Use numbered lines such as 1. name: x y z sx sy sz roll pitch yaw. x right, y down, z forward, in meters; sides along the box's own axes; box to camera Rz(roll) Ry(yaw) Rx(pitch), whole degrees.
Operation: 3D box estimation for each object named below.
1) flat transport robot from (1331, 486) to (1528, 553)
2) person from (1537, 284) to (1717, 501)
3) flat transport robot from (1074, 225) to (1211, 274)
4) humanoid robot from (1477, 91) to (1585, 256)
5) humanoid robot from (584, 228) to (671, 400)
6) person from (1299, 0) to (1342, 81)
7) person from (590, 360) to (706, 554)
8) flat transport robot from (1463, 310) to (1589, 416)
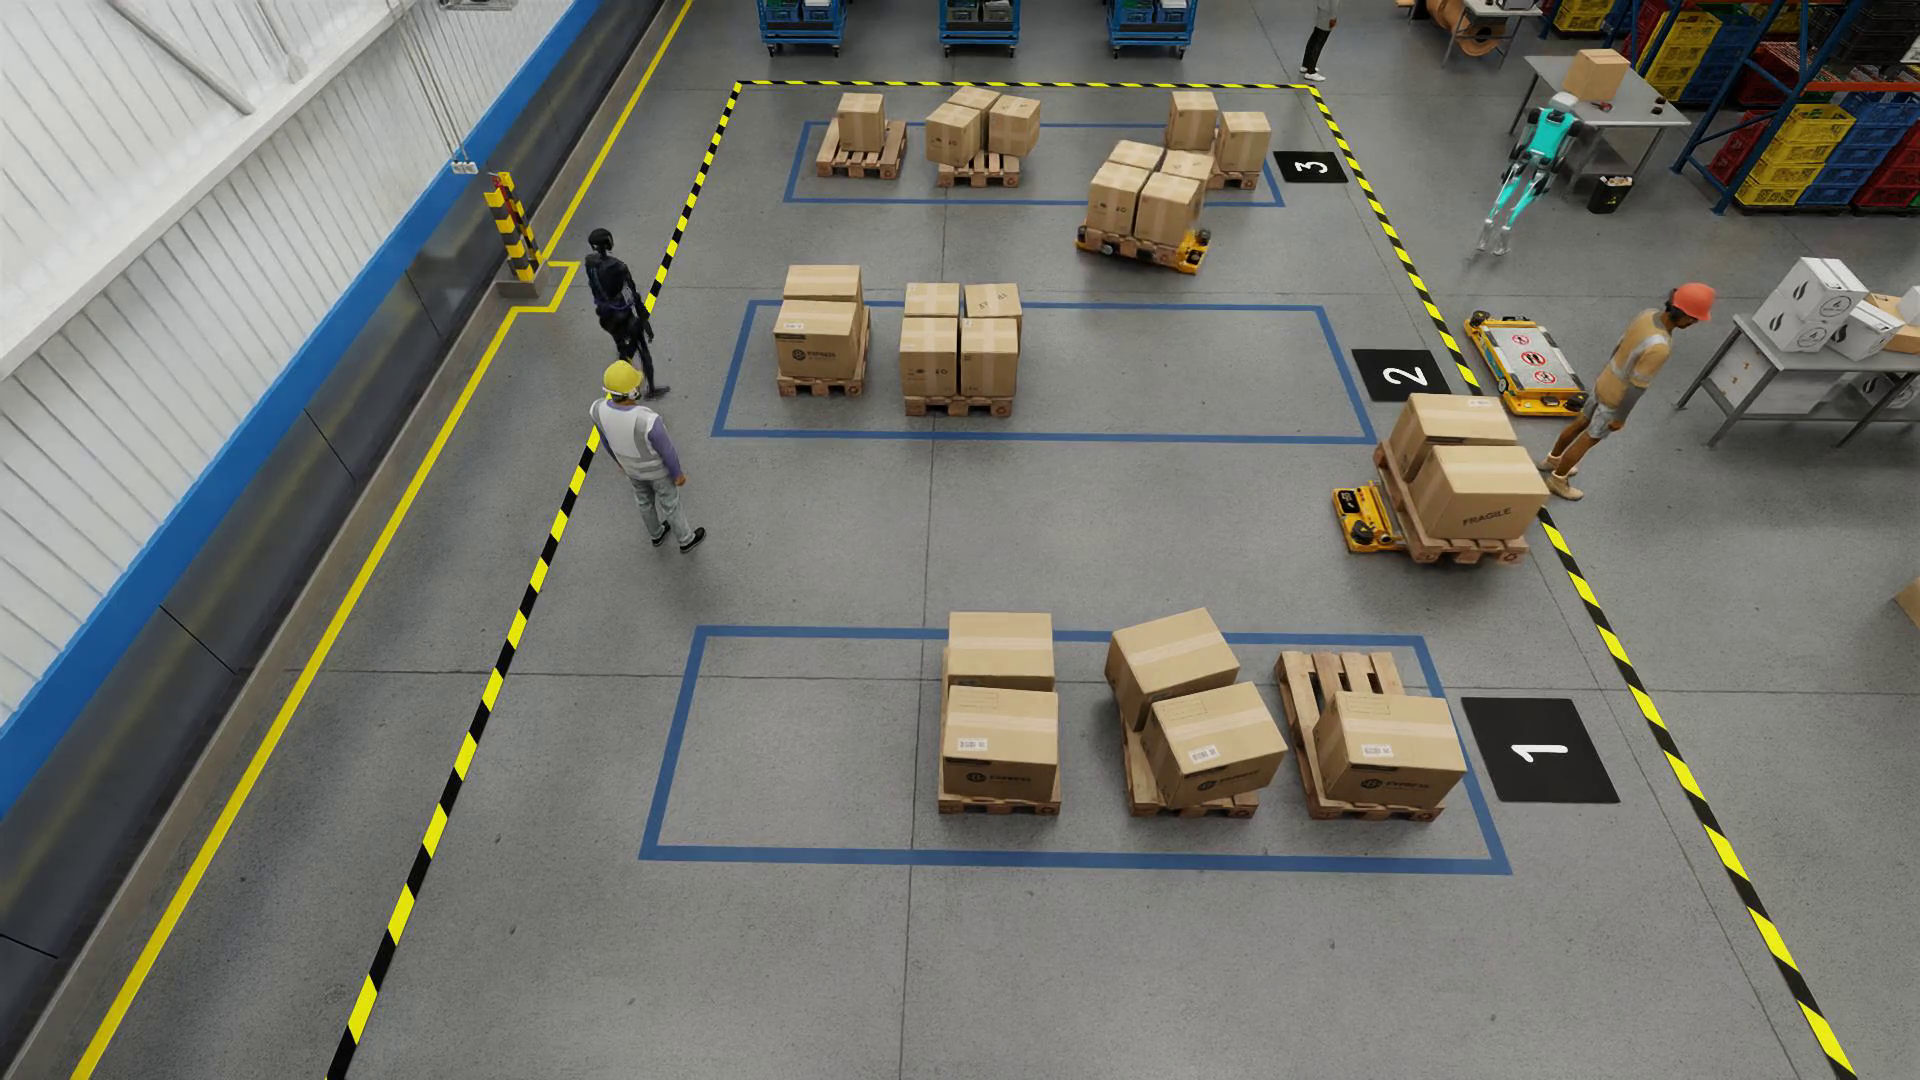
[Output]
1. flat transport robot: 3.939 -0.204 7.691 1.431 0.197 0.652 1 49 1
2. person: 5.338 -1.181 7.390 0.395 2.030 0.613 14 51 12
3. flat transport robot: 2.103 -3.460 10.510 1.431 0.197 0.652 19 52 16
4. humanoid robot: 5.981 -3.818 9.778 0.735 1.677 0.533 -37 58 -27
5. humanoid robot: -3.109 -2.046 8.377 0.605 1.639 0.371 18 52 15
6. person: 5.275 -7.553 13.024 0.388 1.849 0.597 0 49 0
7. person: -2.383 -0.601 7.021 0.599 1.827 0.404 15 51 13
8. flat transport robot: 5.573 -1.757 9.054 0.659 0.231 1.431 1 49 1
